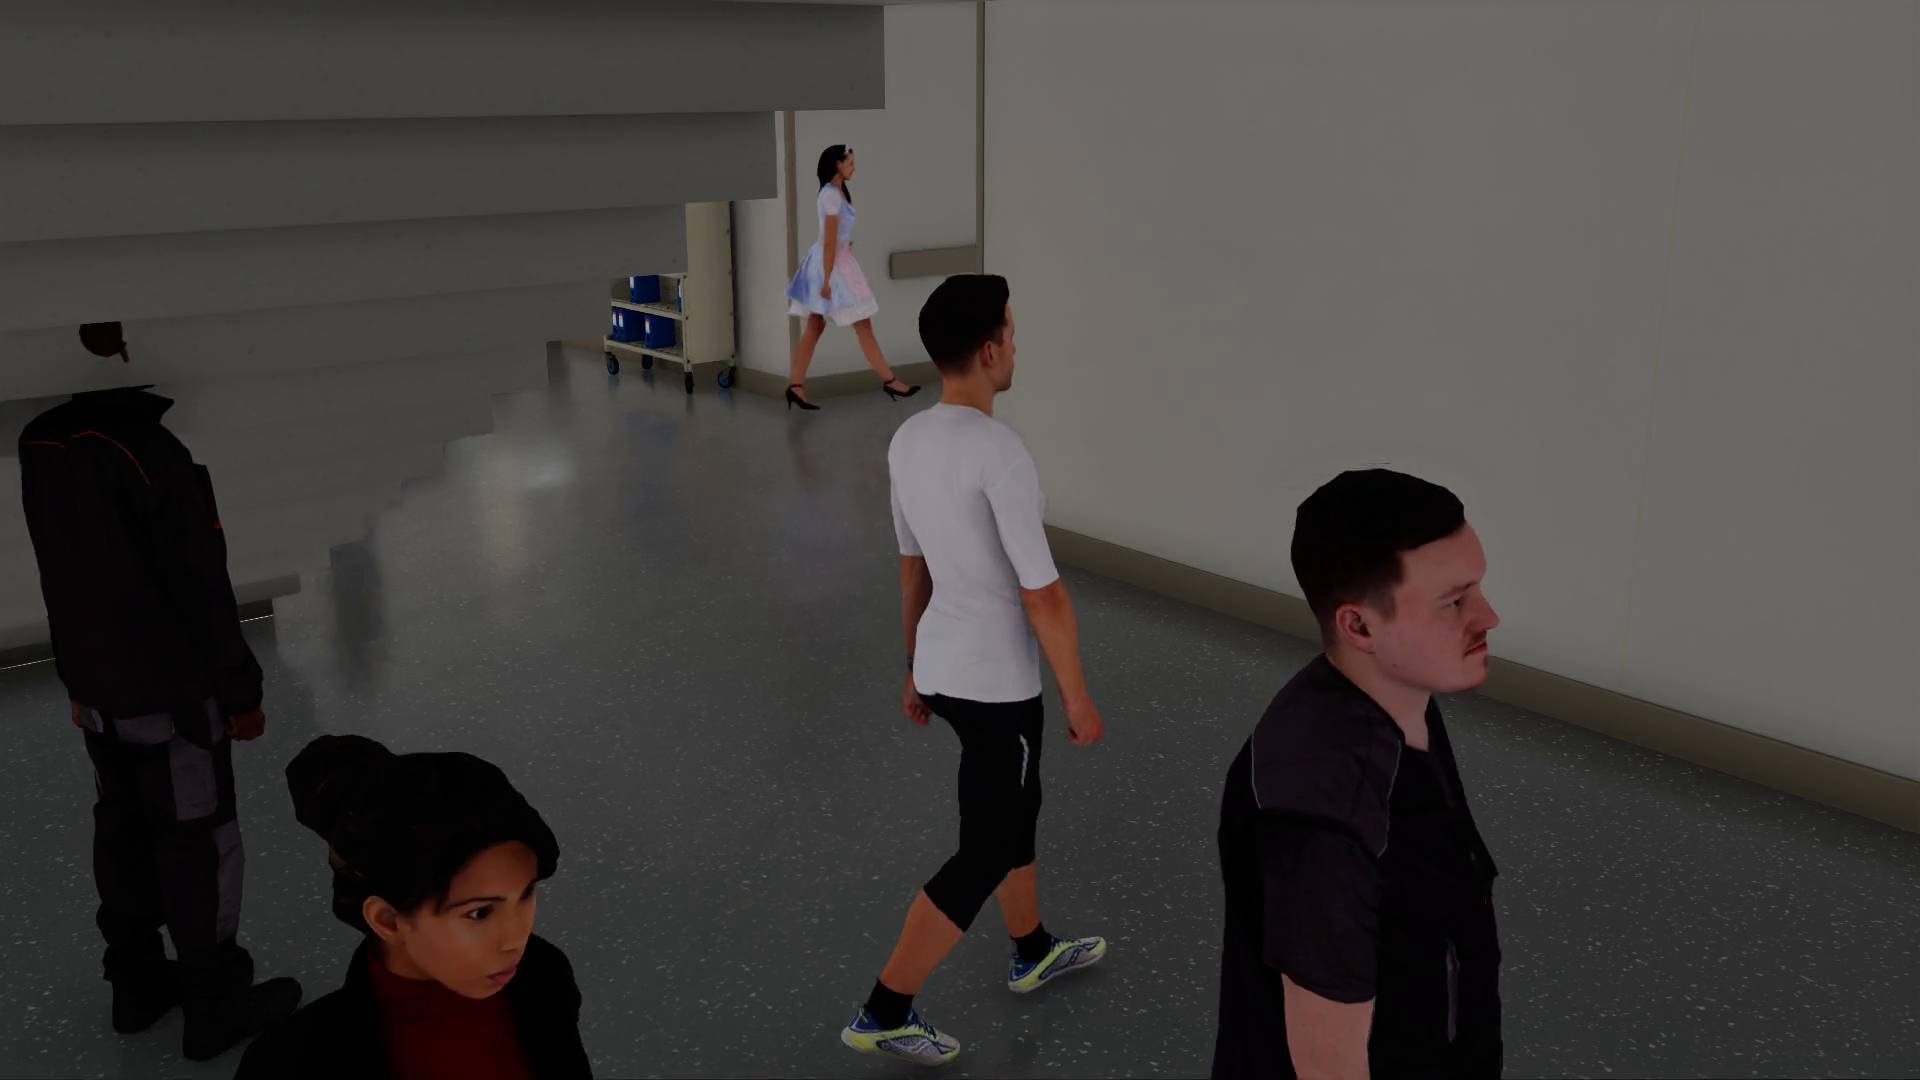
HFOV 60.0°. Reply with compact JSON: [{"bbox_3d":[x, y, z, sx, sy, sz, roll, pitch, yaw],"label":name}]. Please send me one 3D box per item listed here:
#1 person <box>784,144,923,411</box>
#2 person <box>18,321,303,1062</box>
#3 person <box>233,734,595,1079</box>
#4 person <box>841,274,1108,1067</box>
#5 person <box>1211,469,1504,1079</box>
[{"bbox_3d":[-0.961,-1.718,11.213,1.110,1.764,1.186,-2,16,-6],"label":"person"},{"bbox_3d":[-1.916,0.320,3.883,0.684,1.820,0.839,8,18,26],"label":"person"},{"bbox_3d":[-0.612,0.988,1.880,0.873,1.620,0.687,13,20,38],"label":"person"},{"bbox_3d":[0.001,0.339,3.791,0.851,1.832,1.059,-9,18,-29],"label":"person"},{"bbox_3d":[0.490,0.796,2.146,0.798,1.846,0.820,4,16,15],"label":"person"}]
